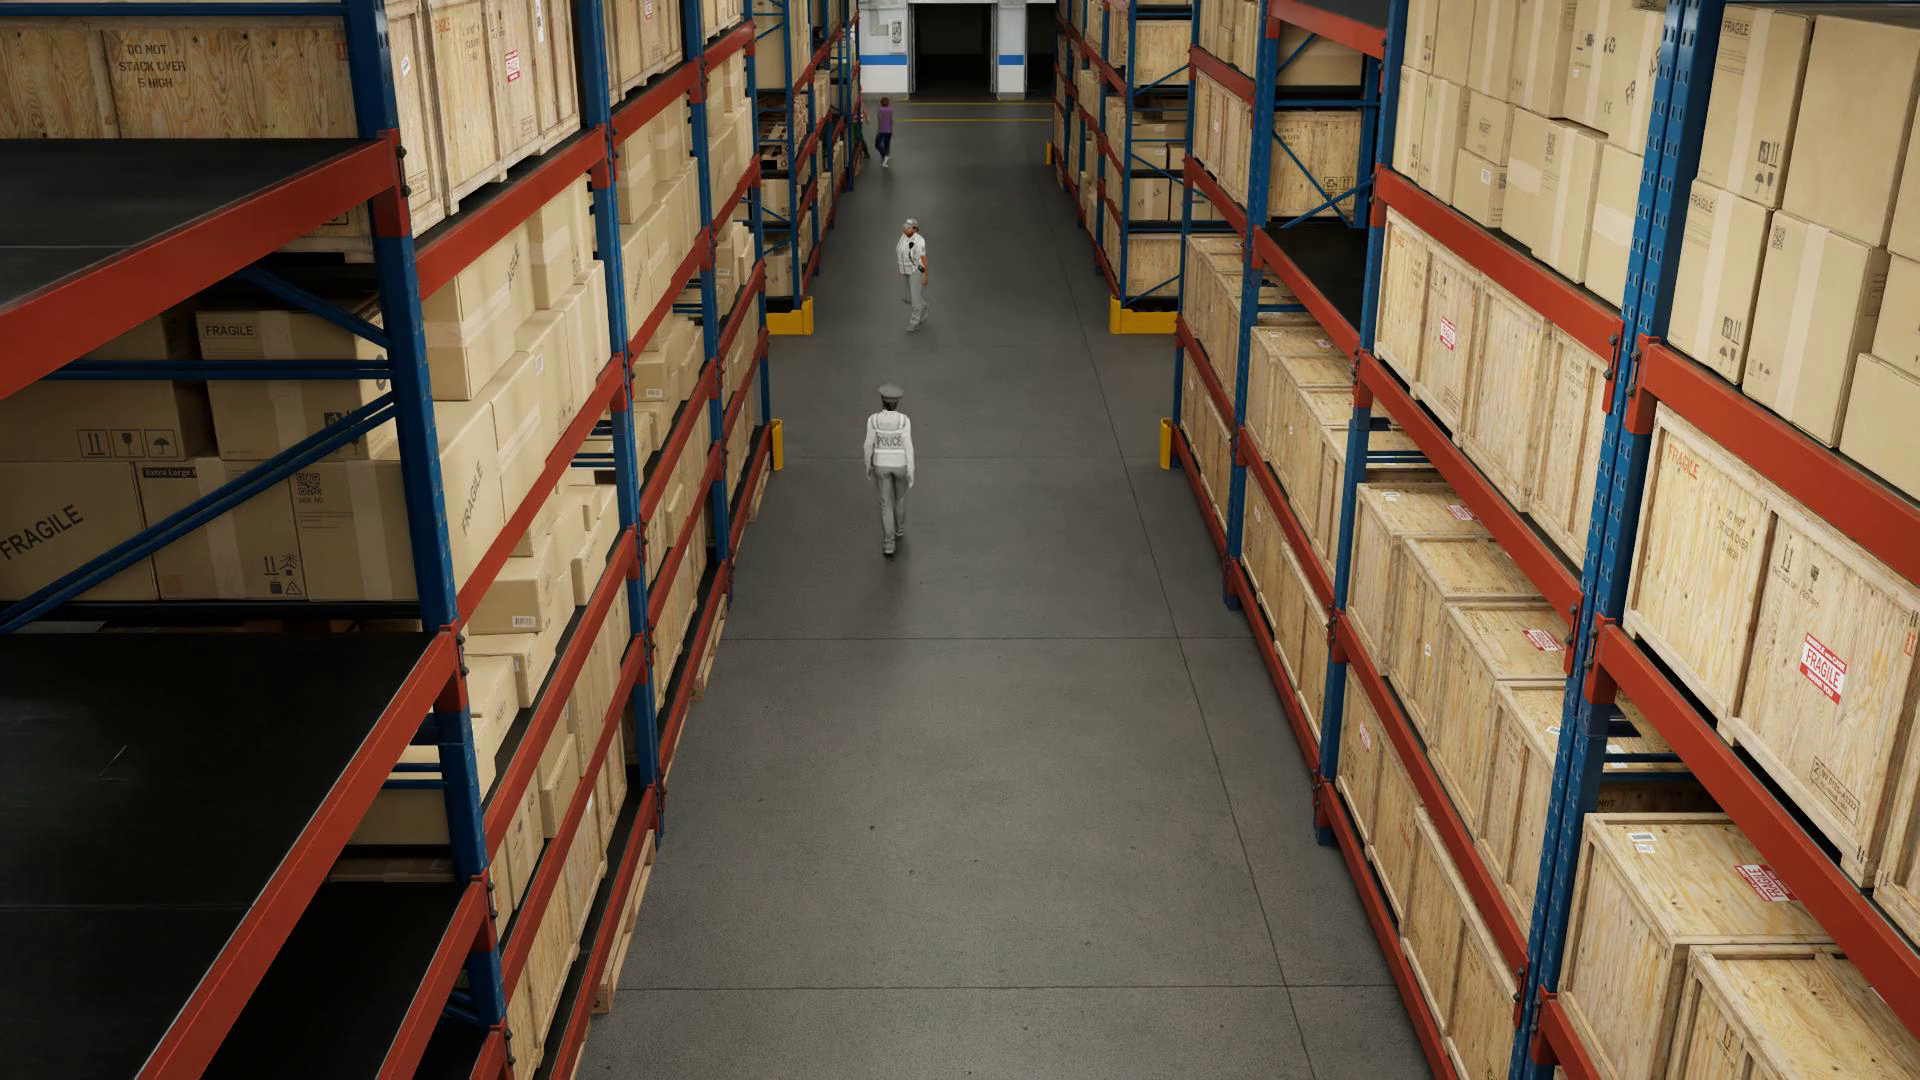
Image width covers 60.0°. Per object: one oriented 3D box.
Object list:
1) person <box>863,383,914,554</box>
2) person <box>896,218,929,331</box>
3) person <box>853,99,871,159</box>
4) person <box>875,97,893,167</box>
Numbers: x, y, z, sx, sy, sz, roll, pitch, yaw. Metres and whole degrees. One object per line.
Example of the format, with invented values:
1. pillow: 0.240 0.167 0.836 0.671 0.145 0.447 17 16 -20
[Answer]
1. person: -0.709 -0.740 16.526 0.495 1.639 0.881 -2 22 -4
2. person: -0.651 -3.989 24.775 0.676 1.654 0.514 -20 29 -41
3. person: -2.587 -10.073 40.038 0.976 1.750 0.604 14 25 31
4. person: -1.736 -9.497 38.779 0.431 1.599 0.489 -12 25 -28
